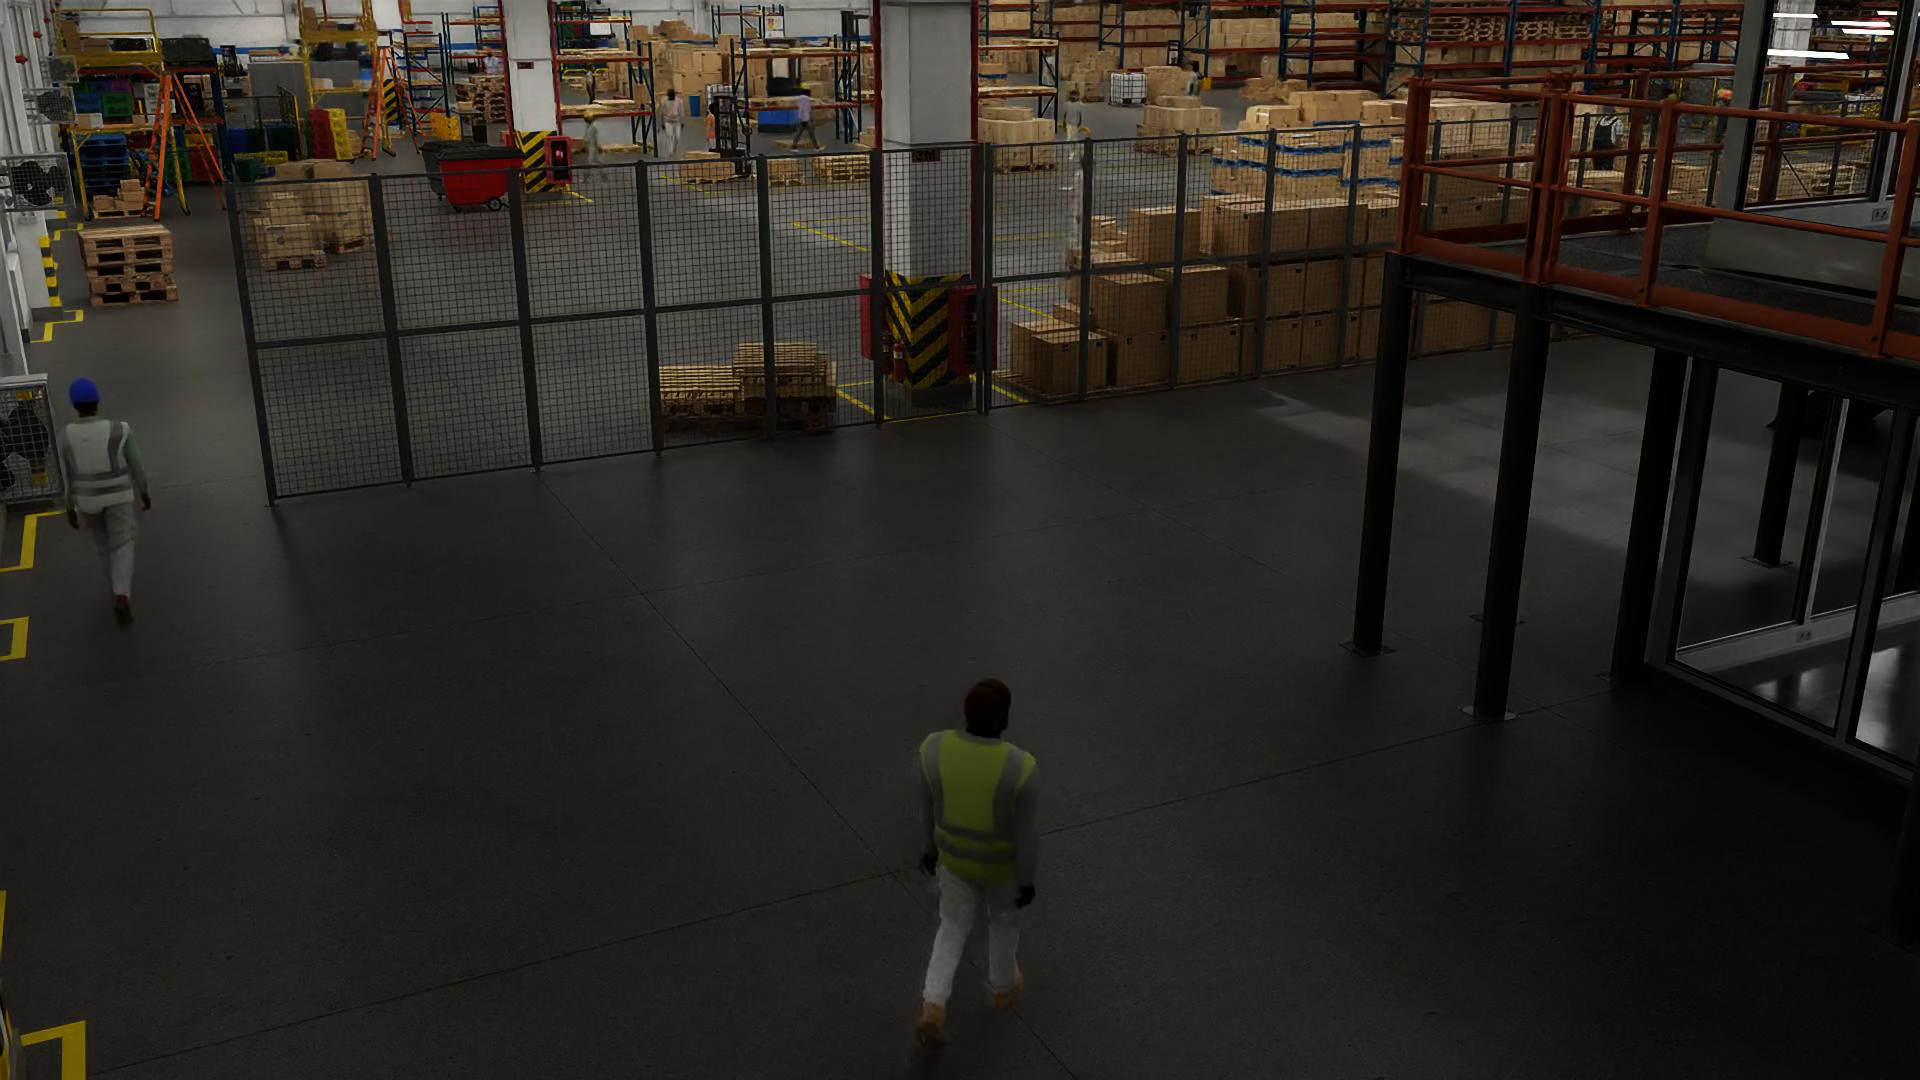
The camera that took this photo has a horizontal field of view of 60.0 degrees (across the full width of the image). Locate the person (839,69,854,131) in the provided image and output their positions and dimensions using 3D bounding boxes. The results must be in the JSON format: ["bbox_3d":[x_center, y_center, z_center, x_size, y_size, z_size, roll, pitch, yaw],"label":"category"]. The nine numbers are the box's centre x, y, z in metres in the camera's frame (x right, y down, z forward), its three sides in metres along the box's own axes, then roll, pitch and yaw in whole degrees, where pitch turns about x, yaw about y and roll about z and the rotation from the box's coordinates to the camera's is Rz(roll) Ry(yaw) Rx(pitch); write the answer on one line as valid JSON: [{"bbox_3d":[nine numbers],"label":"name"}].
[{"bbox_3d":[-3.549,-13.772,52.064,0.586,1.911,0.391,15,24,36],"label":"person"}]

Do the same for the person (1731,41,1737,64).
[{"bbox_3d":[36.745,-22.963,78.693,0.436,1.907,0.589,-10,22,-27],"label":"person"}]

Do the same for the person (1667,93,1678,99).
[{"bbox_3d":[18.842,-11.074,44.499,0.722,1.744,0.530,1,19,2],"label":"person"}]

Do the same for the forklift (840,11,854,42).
[{"bbox_3d":[-5.645,-25.056,83.303,1.873,2.768,1.129,-9,21,-25],"label":"forklift"}]

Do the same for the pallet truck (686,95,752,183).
[{"bbox_3d":[-5.836,-9.608,39.856,0.823,1.965,1.885,10,22,27],"label":"pallet truck"}]

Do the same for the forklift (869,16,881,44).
[{"bbox_3d":[-3.578,-21.981,74.388,1.129,2.768,1.873,-10,21,-26],"label":"forklift"}]

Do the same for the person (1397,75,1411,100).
[{"bbox_3d":[13.087,-12.616,48.714,0.550,1.907,0.816,0,19,1],"label":"person"}]

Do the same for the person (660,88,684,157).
[{"bbox_3d":[-7.826,-11.353,45.188,0.662,1.822,0.562,-5,20,-16],"label":"person"}]

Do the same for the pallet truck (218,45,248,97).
[{"bbox_3d":[-28.879,-18.665,66.111,0.823,1.965,1.885,-3,19,-9],"label":"pallet truck"}]

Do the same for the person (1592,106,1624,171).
[{"bbox_3d":[14.562,-8.860,37.620,0.535,2.000,0.674,-12,22,-30],"label":"person"}]

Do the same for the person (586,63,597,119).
[{"bbox_3d":[-12.486,-15.233,56.413,0.341,1.839,0.501,-2,19,-5],"label":"person"}]

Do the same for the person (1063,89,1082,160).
[{"bbox_3d":[3.012,-11.132,44.512,0.521,1.847,0.741,1,19,3],"label":"person"}]

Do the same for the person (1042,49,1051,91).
[{"bbox_3d":[3.368,-18.529,65.944,0.543,1.847,0.693,12,22,30],"label":"person"}]

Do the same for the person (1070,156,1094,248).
[{"bbox_3d":[2.088,-5.599,28.329,0.356,1.937,0.635,8,20,21],"label":"person"}]

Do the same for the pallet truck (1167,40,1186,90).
[{"bbox_3d":[9.045,-19.971,69.895,0.823,1.965,1.885,-3,19,-8],"label":"pallet truck"}]

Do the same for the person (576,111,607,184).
[{"bbox_3d":[-8.784,-9.288,39.370,0.889,1.693,0.512,-15,24,-36],"label":"person"}]

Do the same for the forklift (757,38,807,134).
[{"bbox_3d":[-5.535,-14.048,51.393,1.129,2.768,1.873,4,19,11],"label":"forklift"}]

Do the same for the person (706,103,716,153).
[{"bbox_3d":[-6.197,-10.113,41.786,0.324,1.688,0.530,-11,22,-29],"label":"person"}]

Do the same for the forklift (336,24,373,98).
[{"bbox_3d":[-23.669,-18.515,64.341,1.129,2.768,1.873,14,23,35],"label":"forklift"}]

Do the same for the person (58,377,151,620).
[{"bbox_3d":[-6.744,-0.327,13.091,0.606,1.912,0.936,-4,19,-12],"label":"person"}]

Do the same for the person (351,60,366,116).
[{"bbox_3d":[-20.683,-15.321,56.564,0.546,1.913,0.788,13,23,34],"label":"person"}]

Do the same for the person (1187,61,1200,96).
[{"bbox_3d":[7.947,-15.097,55.884,0.974,1.919,0.610,1,19,4],"label":"person"}]

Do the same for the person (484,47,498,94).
[{"bbox_3d":[-18.446,-18.439,65.575,0.547,1.920,0.775,1,19,3],"label":"person"}]

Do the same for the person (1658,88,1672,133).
[{"bbox_3d":[19.829,-11.849,46.804,0.544,1.682,0.366,0,19,1],"label":"person"}]

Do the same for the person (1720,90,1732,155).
[{"bbox_3d":[19.311,-10.341,42.013,0.422,1.984,0.626,12,22,31],"label":"person"}]

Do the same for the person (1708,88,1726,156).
[{"bbox_3d":[20.533,-11.277,44.972,0.595,1.811,0.490,-10,21,-26],"label":"person"}]

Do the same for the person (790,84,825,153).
[{"bbox_3d":[-4.275,-11.637,45.930,0.993,1.881,0.588,-10,21,-26],"label":"person"}]

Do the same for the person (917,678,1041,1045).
[{"bbox_3d":[0.078,1.520,7.876,0.633,1.816,0.796,8,21,22],"label":"person"}]

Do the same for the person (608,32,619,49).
[{"bbox_3d":[-16.561,-23.350,79.792,0.628,1.931,0.358,-13,23,-33],"label":"person"}]

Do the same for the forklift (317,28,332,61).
[{"bbox_3d":[-23.030,-17.223,60.598,1.873,2.768,1.129,-9,21,-25],"label":"forklift"}]
